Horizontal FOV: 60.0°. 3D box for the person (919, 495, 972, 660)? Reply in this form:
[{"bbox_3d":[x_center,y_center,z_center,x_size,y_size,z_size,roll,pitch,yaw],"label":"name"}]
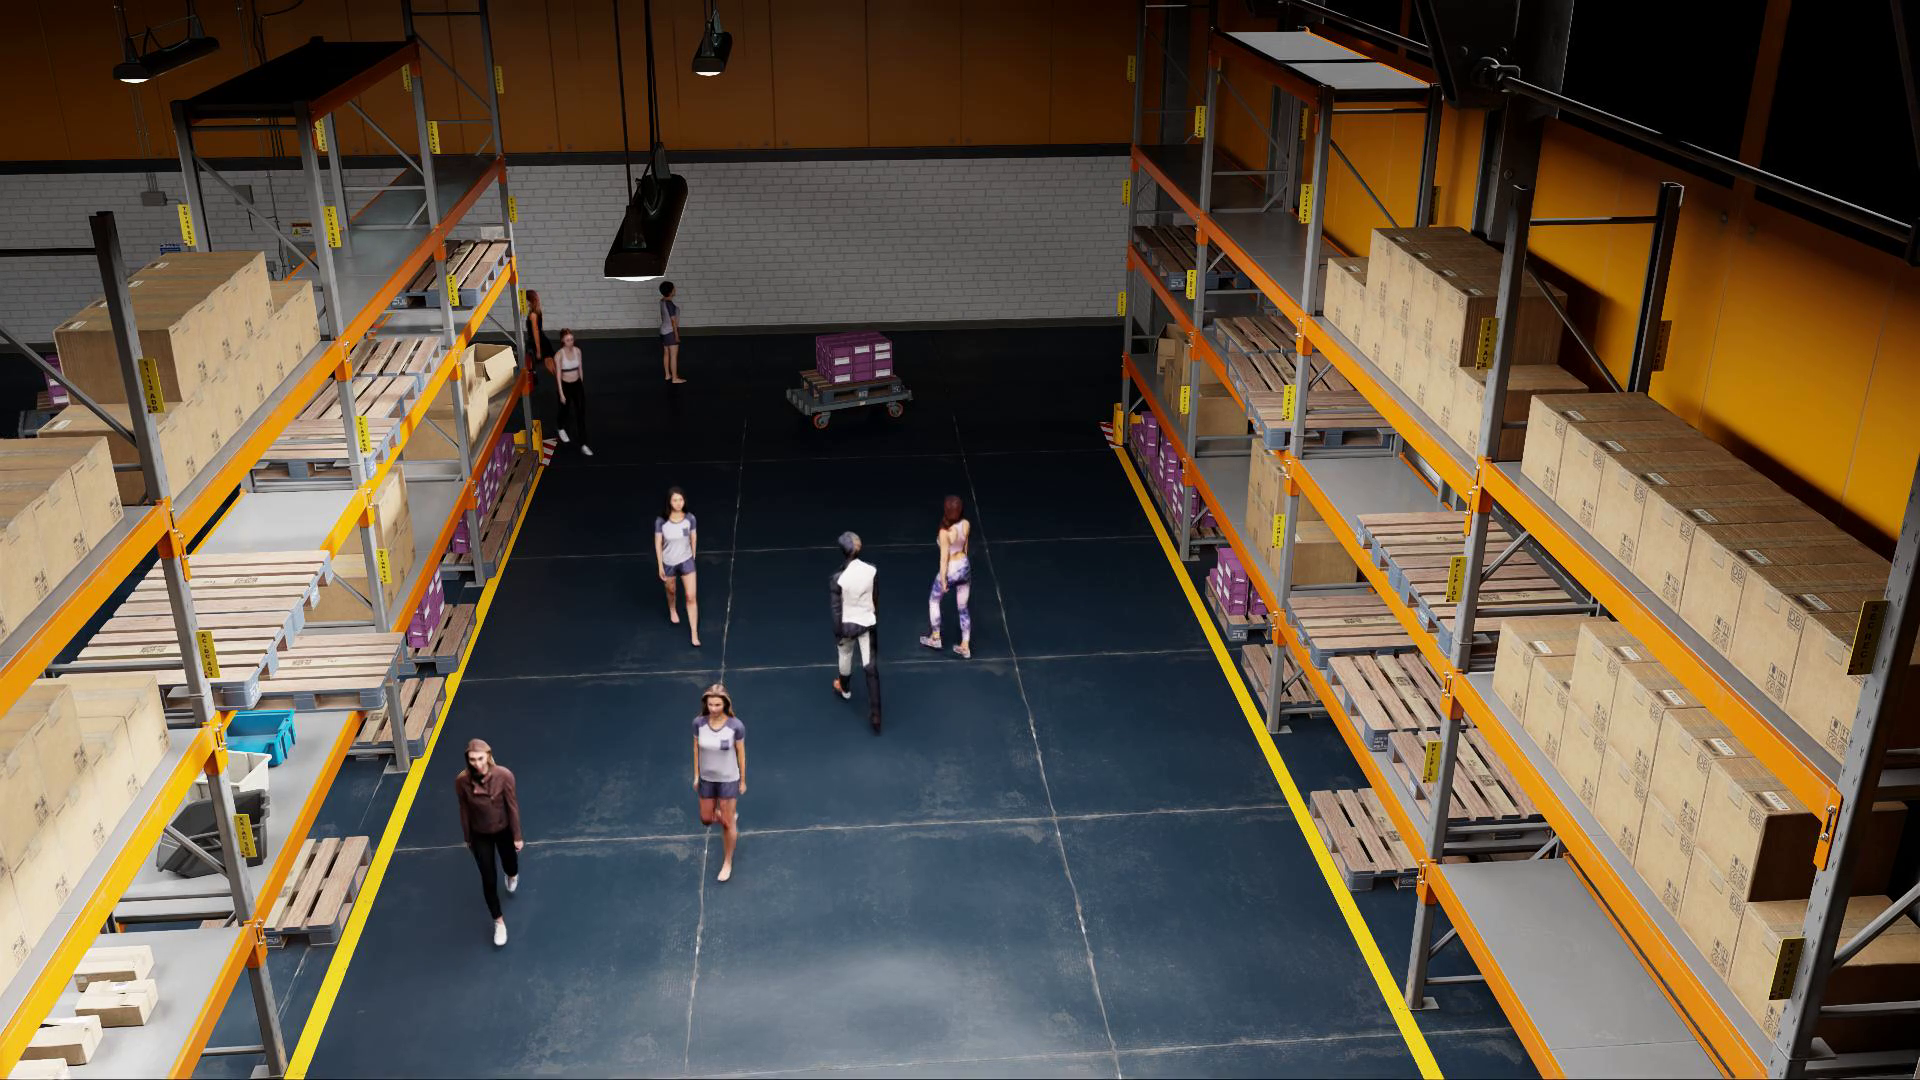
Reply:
[{"bbox_3d":[0.004,0.397,16.920,0.857,1.747,0.954,-18,29,-35],"label":"person"}]

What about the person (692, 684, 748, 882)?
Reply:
[{"bbox_3d":[-1.923,1.902,13.514,0.773,1.718,0.930,6,24,13],"label":"person"}]

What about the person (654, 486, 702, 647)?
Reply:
[{"bbox_3d":[-2.987,0.214,17.446,0.751,1.662,1.148,-7,25,-16],"label":"person"}]

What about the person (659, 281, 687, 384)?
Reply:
[{"bbox_3d":[-4.420,-3.185,25.343,0.706,1.565,0.605,-15,28,-31],"label":"person"}]

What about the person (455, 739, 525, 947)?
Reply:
[{"bbox_3d":[-3.577,2.232,12.799,0.684,1.687,1.022,-4,24,-10],"label":"person"}]

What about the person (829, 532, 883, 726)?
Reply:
[{"bbox_3d":[-0.932,0.873,15.711,0.910,1.845,1.310,-8,25,-18],"label":"person"}]

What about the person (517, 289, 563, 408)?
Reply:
[{"bbox_3d":[-5.975,-2.706,23.971,0.744,1.785,1.087,1,24,2],"label":"person"}]

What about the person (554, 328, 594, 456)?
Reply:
[{"bbox_3d":[-5.325,-2.029,22.538,1.044,1.693,1.254,-18,29,-35],"label":"person"}]
